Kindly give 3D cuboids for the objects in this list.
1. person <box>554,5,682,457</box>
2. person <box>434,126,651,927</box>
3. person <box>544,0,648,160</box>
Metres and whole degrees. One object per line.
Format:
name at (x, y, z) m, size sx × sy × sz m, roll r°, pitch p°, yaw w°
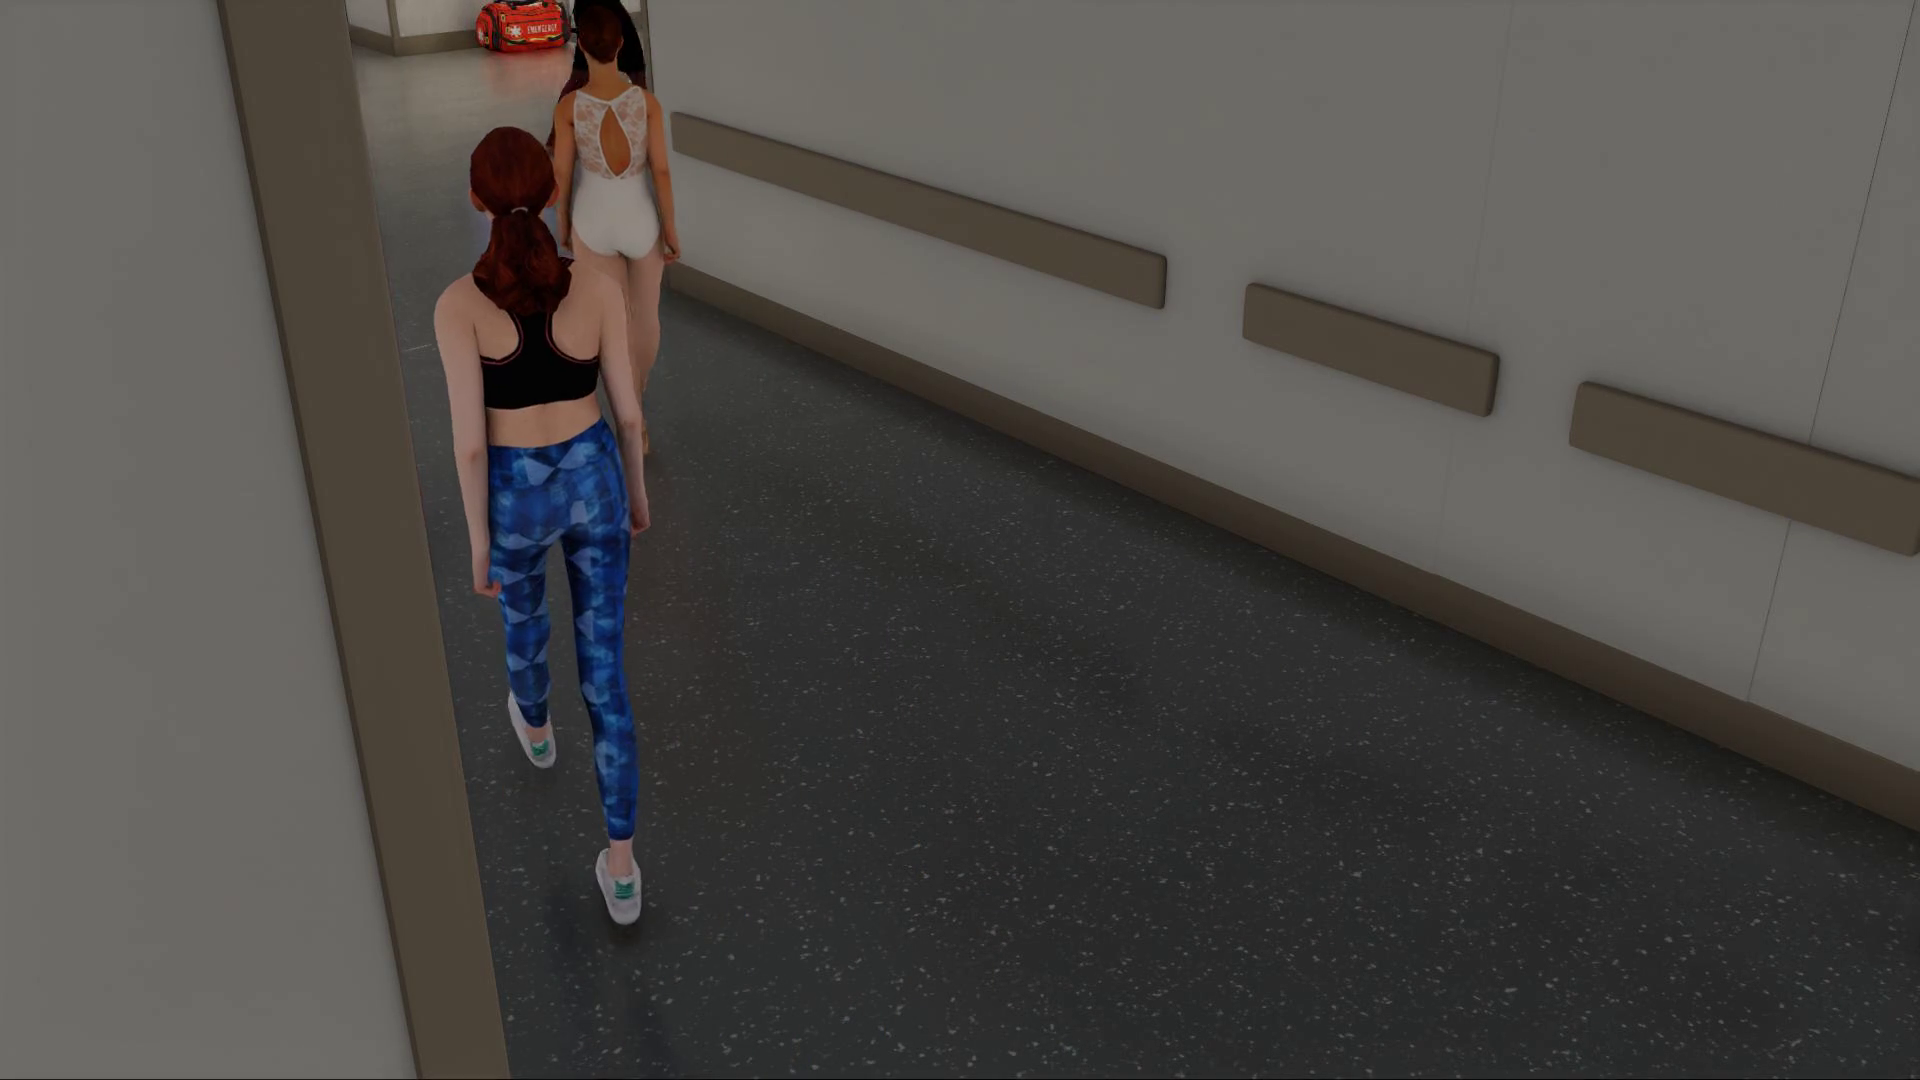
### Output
person at (-1.243, -1.083, 6.115) m, size 1.019 × 1.608 × 0.866 m, roll -9°, pitch 27°, yaw -17°
person at (-0.860, 0.035, 3.653) m, size 1.170 × 1.732 × 0.929 m, roll -9°, pitch 27°, yaw -19°
person at (-2.312, -3.174, 10.369) m, size 1.179 × 1.679 × 0.654 m, roll -18°, pitch 31°, yaw -32°
